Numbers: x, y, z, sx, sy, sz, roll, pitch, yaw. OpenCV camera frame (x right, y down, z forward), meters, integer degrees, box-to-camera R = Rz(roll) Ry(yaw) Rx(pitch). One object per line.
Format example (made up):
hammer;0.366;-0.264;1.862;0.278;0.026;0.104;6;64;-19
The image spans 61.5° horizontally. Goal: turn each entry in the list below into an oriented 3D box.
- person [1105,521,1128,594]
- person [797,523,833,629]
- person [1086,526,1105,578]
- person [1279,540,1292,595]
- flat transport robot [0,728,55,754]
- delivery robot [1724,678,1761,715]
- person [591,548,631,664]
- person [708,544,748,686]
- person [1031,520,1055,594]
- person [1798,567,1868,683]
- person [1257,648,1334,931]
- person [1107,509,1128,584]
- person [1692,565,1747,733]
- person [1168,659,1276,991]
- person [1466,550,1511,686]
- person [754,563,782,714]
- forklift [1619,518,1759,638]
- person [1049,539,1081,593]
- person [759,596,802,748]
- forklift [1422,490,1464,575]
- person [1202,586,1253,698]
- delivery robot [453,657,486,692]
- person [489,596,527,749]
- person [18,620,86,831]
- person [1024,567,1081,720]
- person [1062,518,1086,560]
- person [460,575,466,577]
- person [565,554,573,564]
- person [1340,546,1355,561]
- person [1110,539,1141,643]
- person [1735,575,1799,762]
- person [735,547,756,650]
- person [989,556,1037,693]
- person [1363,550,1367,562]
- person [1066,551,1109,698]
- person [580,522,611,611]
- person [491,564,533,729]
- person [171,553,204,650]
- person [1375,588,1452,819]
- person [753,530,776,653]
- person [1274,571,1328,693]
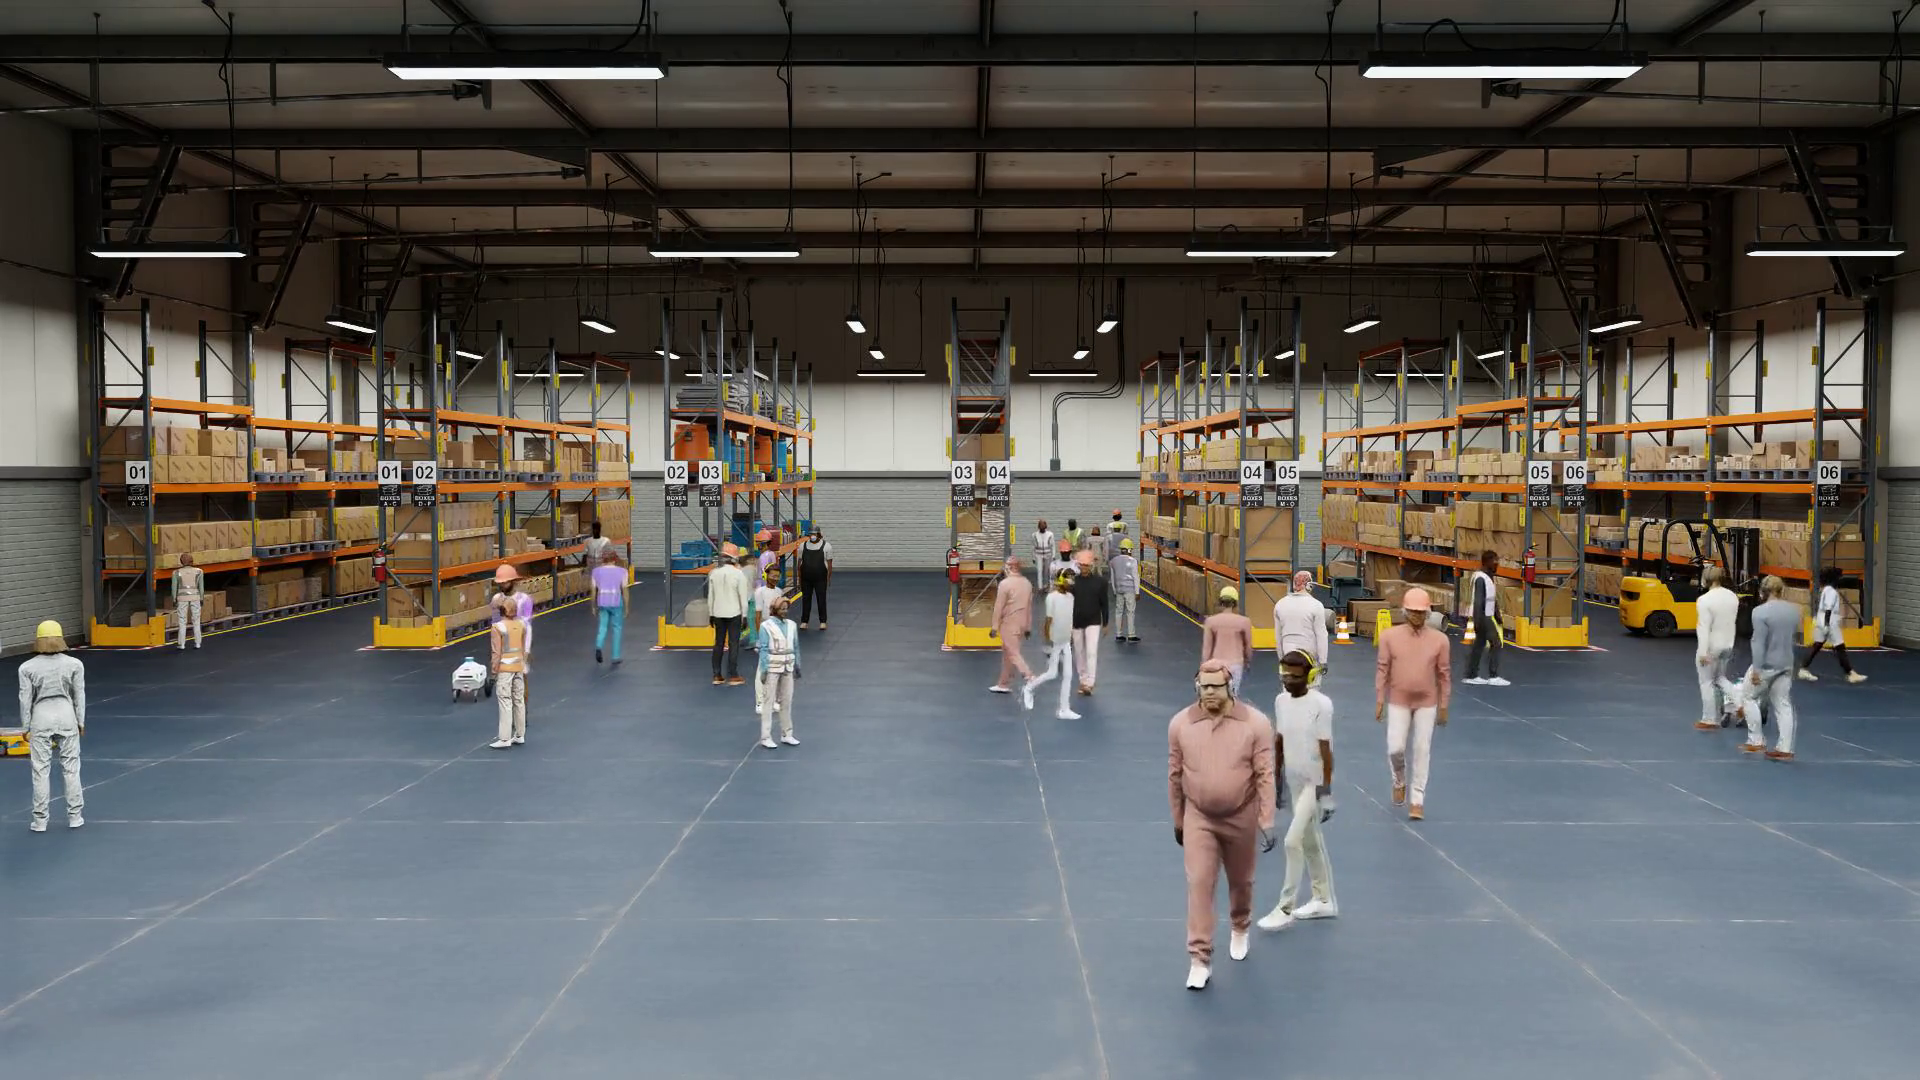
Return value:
person;3.896;0.444;40.101;0.586;1.811;0.428;0;2;-4
person;-2.795;0.714;30.945;0.684;2.000;0.538;0;2;5
person;3.525;0.460;41.849;0.500;1.633;0.279;0;2;7
person;7.781;0.593;38.636;0.517;1.617;0.473;0;2;-2
flat transport robot;-10.423;2.137;17.077;1.431;0.197;0.652;-1;2;-14
delivery robot;9.239;1.872;19.053;0.477;0.478;0.707;1;3;31
person;-5.438;1.033;25.145;0.589;1.819;0.624;0;2;3
person;-3.266;1.055;22.826;0.616;1.973;0.473;1;2;21
person;2.081;0.428;40.336;0.591;1.837;1.010;0;2;1
person;12.371;1.204;22.933;0.891;1.646;0.540;1;2;18
person;2.191;1.612;10.508;0.832;1.818;0.614;-1;3;-29
person;4.256;0.183;43.749;0.608;2.044;0.373;-1;2;-14
person;8.663;1.248;18.419;0.641;1.925;0.562;-1;3;-27
person;1.555;1.629;9.594;0.647;1.868;0.961;1;2;14
person;7.485;1.095;22.709;0.782;1.890;0.610;1;3;25
person;-2.350;1.215;20.051;0.326;1.862;0.518;1;3;31
forklift;13.417;0.684;29.791;2.313;2.155;1.214;0;2;0
person;1.720;0.942;26.216;0.541;1.923;0.391;0;2;6
person;-1.967;1.427;17.523;0.310;1.632;0.529;2;3;44
forklift;13.926;-0.371;47.846;1.873;2.768;1.129;0;2;0
person;2.953;1.374;17.772;0.517;1.713;0.879;1;2;23
delivery robot;-6.450;1.785;21.243;0.477;0.478;0.707;0;2;-8
person;-4.890;1.424;17.481;0.307;1.644;0.514;1;2;24
person;-7.553;1.536;13.444;0.485;1.741;0.302;-2;3;-34
person;1.142;1.243;19.713;0.765;1.839;0.511;2;3;41
person;2.982;0.335;42.555;0.657;1.829;0.431;1;2;22
person;-11.919;0.453;38.245;0.641;1.938;0.394;0;2;-3
person;-11.235;0.195;46.509;0.446;1.810;0.659;-1;2;-18
person;11.452;0.109;47.393;0.910;1.909;0.625;-1;2;-21
person;2.945;0.892;28.521;0.589;1.833;0.404;2;3;42
person;8.369;1.317;16.785;0.655;1.914;0.691;-1;2;-23
person;-3.653;0.989;27.226;0.529;1.748;0.532;2;3;39
person;0.735;1.148;21.614;0.880;1.874;0.643;2;3;35
person;11.436;0.201;45.253;0.337;1.882;0.585;0;2;9
person;1.657;1.115;21.567;0.622;1.937;1.036;1;2;14
person;-7.930;0.576;35.061;0.633;1.934;0.791;0;2;5
person;-5.226;1.238;18.765;0.577;1.915;0.439;1;2;15
person;-13.088;1.038;27.375;0.508;1.629;0.316;-1;3;-32
person;3.916;1.396;13.947;0.641;1.981;0.467;0;2;12
person;-3.254;0.854;26.842;0.373;2.042;0.614;0;2;4
person;3.761;1.287;17.683;0.642;1.906;0.410;2;3;45
